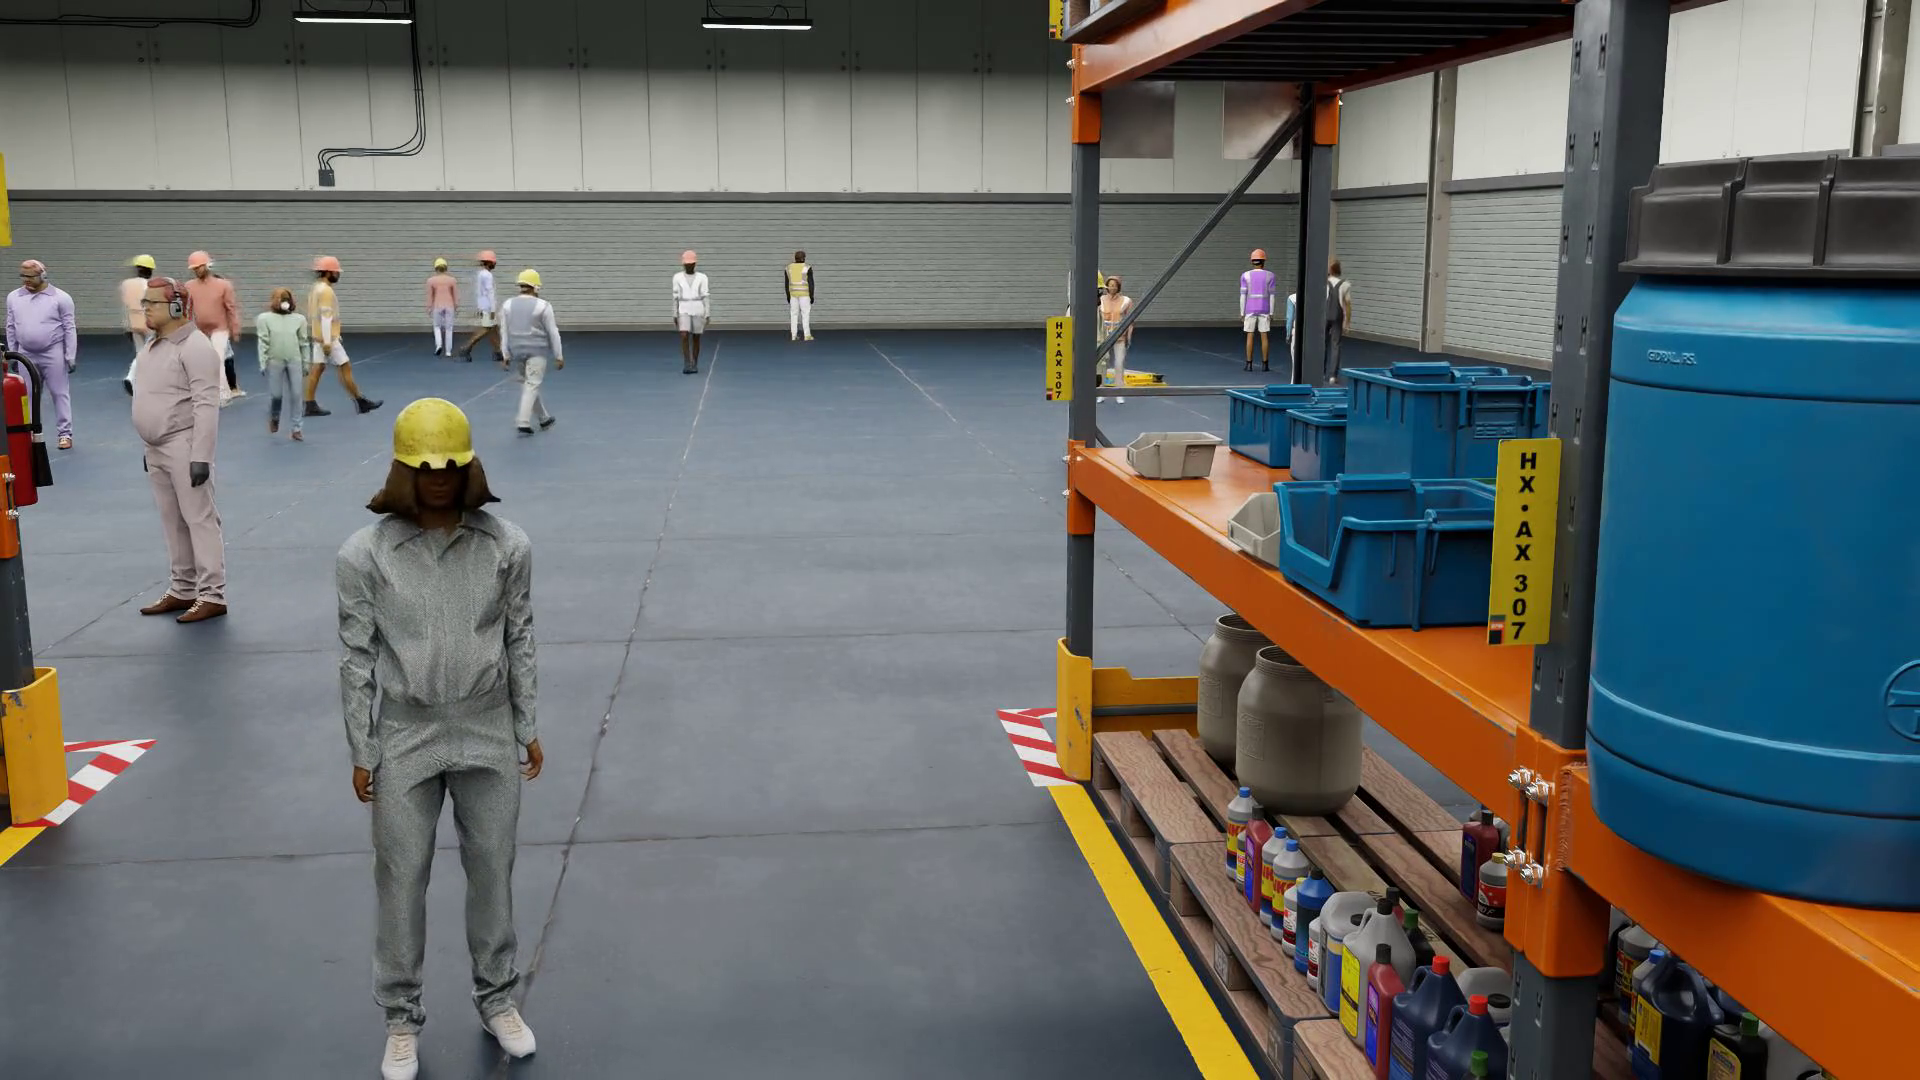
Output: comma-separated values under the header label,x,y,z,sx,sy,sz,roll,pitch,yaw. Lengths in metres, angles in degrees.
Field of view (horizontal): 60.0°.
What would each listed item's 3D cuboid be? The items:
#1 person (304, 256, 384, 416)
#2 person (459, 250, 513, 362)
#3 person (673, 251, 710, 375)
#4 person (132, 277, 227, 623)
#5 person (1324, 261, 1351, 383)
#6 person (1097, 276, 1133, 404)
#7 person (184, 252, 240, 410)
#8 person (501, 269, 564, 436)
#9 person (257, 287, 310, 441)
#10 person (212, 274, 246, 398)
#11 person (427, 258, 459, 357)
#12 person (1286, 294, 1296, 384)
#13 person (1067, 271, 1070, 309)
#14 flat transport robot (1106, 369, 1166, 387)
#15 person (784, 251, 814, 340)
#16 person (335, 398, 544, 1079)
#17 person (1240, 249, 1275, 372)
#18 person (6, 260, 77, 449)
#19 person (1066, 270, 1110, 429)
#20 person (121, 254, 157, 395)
label,x,y,z,sx,sy,sz,roll,pitch,yaw
person,-7.448,-2.431,19.895,0.960,1.888,0.568,-6,12,-31
person,-8.119,-3.968,28.294,0.840,1.916,0.559,-5,12,-26
person,-4.165,-3.512,25.803,0.566,1.896,0.916,-1,10,-8
person,-4.376,-0.501,9.276,0.643,1.913,0.410,8,13,36
person,5.496,-3.210,24.539,0.538,1.776,0.935,2,10,9
person,1.950,-2.563,21.330,0.523,1.636,0.310,2,10,8
person,-9.281,-2.570,20.533,0.624,1.930,1.017,0,10,0
person,-4.610,-2.026,17.998,0.617,1.779,0.949,3,11,16
person,-7.112,-1.856,17.501,0.512,1.614,0.507,-7,12,-32
person,-9.853,-2.657,21.816,0.522,1.654,0.859,4,11,22
person,-9.198,-4.134,29.612,0.536,1.752,0.363,-3,11,-18
person,4.623,-2.747,22.332,0.513,1.641,0.307,-2,10,-10
person,2.218,-4.437,31.044,0.430,1.844,0.624,9,14,41
flat transport robot,2.240,-2.295,23.609,0.652,0.197,1.431,-6,12,-29
person,-3.298,-5.047,34.384,0.626,1.843,0.430,4,11,19
person,-1.297,0.507,4.215,0.492,1.740,0.325,-6,12,-29
person,4.714,-3.636,26.403,0.545,1.933,0.376,1,10,7
person,-9.219,-1.847,16.692,0.639,1.901,0.402,-1,10,-7
person,1.210,-1.639,15.735,0.403,1.827,0.601,-3,11,-18
person,-10.807,-2.820,21.991,0.592,1.906,0.572,2,11,13
